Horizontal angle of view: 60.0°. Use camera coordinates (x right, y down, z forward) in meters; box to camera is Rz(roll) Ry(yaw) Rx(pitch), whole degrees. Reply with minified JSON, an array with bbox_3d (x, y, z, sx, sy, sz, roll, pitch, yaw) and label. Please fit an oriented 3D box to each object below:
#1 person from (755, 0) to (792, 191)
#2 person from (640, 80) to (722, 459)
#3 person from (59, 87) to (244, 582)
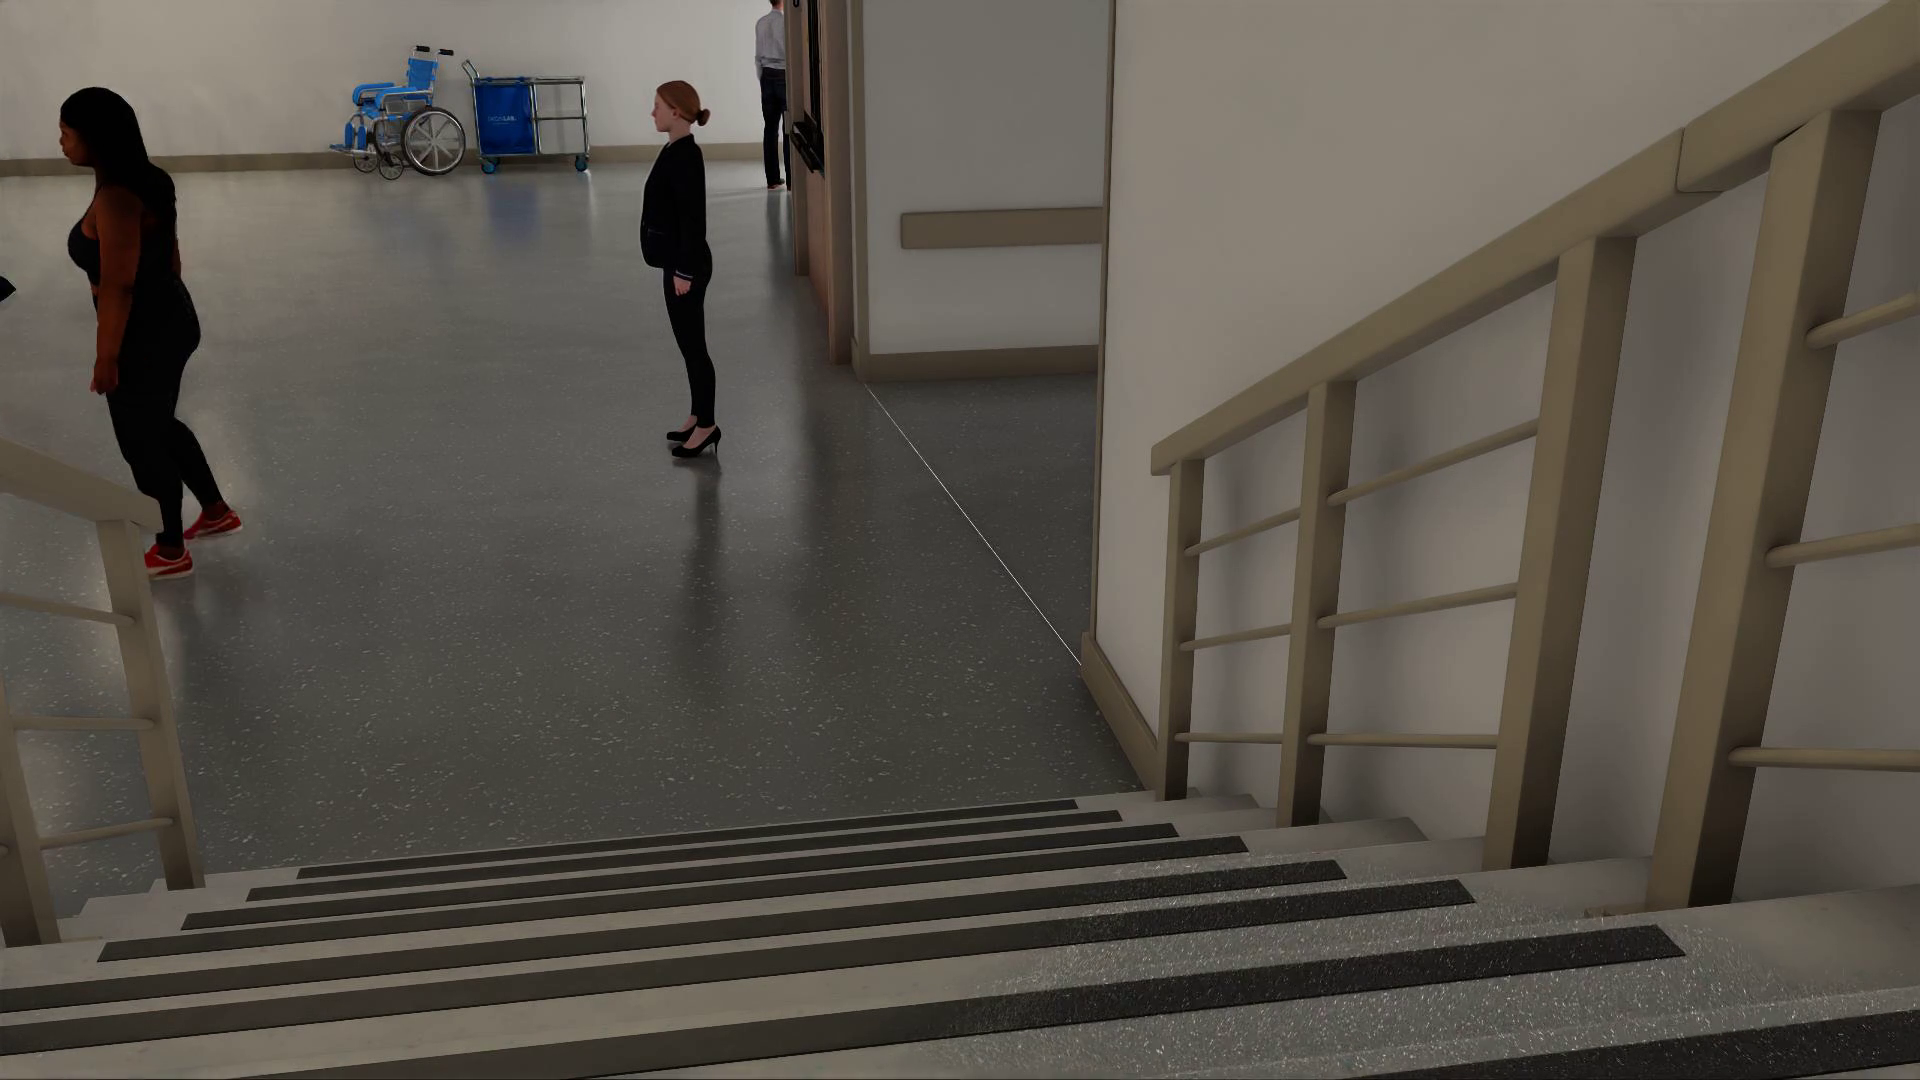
[{"bbox_3d":[-1.607,-4.080,14.911,0.736,1.820,0.777,12,24,28],"label":"person"},{"bbox_3d":[-1.239,-1.219,7.545,0.676,1.685,0.496,-4,21,-12],"label":"person"},{"bbox_3d":[-2.928,-0.743,6.115,0.785,1.809,0.592,-3,21,-7],"label":"person"}]
